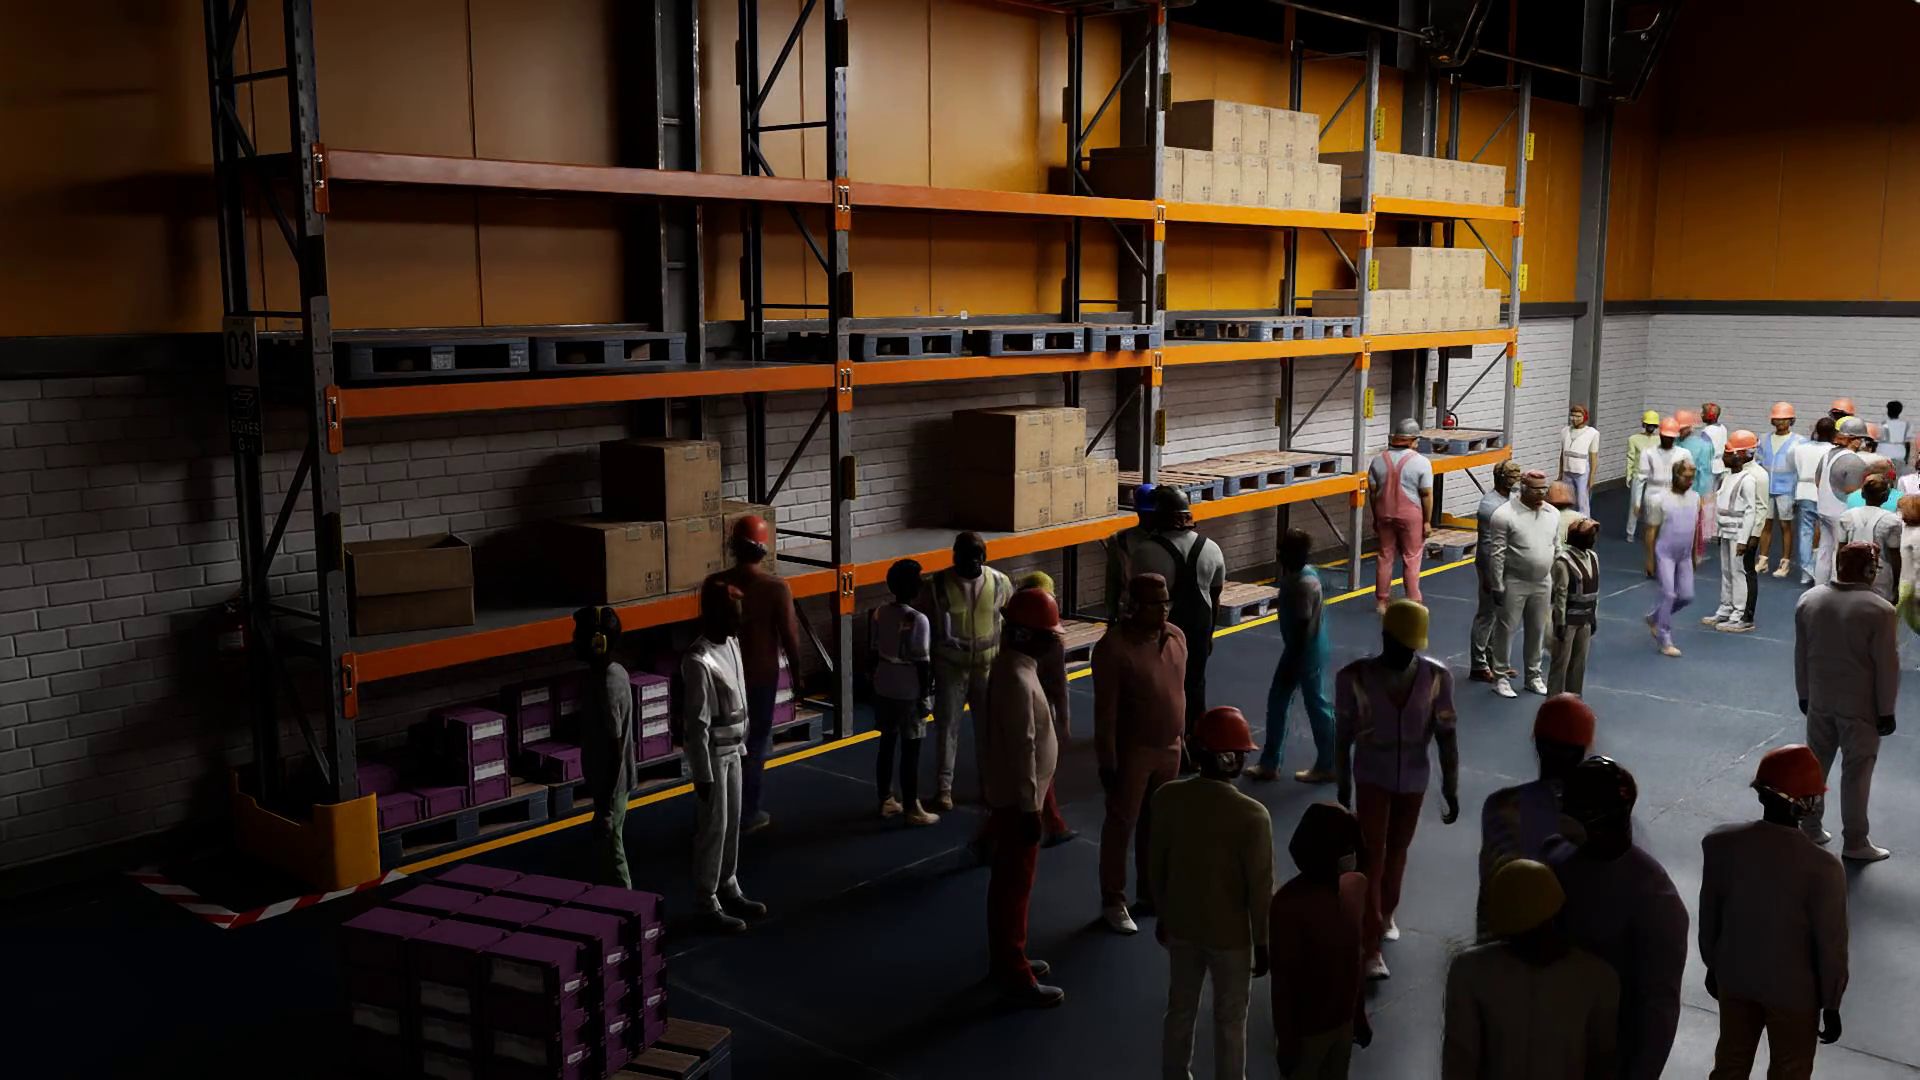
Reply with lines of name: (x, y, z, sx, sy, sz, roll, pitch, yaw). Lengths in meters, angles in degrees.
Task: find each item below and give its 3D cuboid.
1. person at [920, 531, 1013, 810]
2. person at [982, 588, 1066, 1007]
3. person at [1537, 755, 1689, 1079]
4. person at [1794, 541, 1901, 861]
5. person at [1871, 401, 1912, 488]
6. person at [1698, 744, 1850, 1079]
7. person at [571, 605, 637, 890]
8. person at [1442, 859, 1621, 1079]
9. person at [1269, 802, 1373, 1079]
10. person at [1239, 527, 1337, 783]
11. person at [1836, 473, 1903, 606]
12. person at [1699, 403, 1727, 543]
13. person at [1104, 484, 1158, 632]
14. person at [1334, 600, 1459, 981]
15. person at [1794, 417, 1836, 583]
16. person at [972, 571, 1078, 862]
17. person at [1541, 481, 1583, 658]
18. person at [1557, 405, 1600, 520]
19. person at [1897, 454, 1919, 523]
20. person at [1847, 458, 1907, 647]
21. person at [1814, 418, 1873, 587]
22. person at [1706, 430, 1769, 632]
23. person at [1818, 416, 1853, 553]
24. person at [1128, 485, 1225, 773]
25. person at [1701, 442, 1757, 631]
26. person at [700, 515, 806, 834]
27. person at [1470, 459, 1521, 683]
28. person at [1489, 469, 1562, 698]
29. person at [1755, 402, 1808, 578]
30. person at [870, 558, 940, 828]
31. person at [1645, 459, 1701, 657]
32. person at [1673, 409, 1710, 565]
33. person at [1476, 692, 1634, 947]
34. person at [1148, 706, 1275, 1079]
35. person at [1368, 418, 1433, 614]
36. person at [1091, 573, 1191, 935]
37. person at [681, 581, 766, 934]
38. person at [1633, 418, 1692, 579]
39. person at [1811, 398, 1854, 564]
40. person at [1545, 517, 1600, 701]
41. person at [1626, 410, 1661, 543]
person: (0.051, 0.844, 10.821, 0.629, 1.837, 0.430, -2, 9, -11)
person: (0.303, 1.211, 7.949, 0.393, 1.985, 0.611, -1, 9, -6)
person: (2.023, 1.637, 5.351, 0.372, 1.940, 0.629, -3, 9, -19)
person: (5.301, 0.947, 9.927, 0.407, 1.902, 0.639, -4, 10, -26)
person: (13.992, -1.268, 25.025, 0.543, 1.644, 0.864, 0, 9, -1)
person: (2.999, 1.607, 6.130, 0.327, 1.752, 0.562, -6, 10, -32)
person: (-1.752, 1.237, 8.151, 0.328, 1.872, 0.508, -2, 9, -13)
person: (1.747, 1.790, 5.134, 0.524, 1.702, 0.909, 2, 9, 13)
person: (1.267, 1.712, 5.845, 0.499, 1.633, 0.286, -8, 12, -42)
person: (2.245, 0.793, 11.230, 0.775, 1.799, 0.545, -1, 9, -8)
person: (7.569, 0.363, 13.864, 0.342, 1.846, 0.509, -8, 12, -40)
person: (9.861, -0.877, 21.855, 0.379, 1.844, 0.570, 8, 12, 43)
person: (1.373, 0.549, 12.334, 0.610, 1.947, 0.388, 0, 9, -3)
person: (2.179, 1.208, 8.364, 0.586, 1.862, 0.957, 0, 9, 1)
person: (9.702, -0.440, 18.839, 0.445, 1.912, 0.623, -6, 11, -35)
person: (0.378, 1.049, 9.897, 0.854, 1.711, 0.546, -7, 11, -38)
person: (5.426, 0.271, 15.190, 0.505, 1.617, 0.367, -1, 9, -9)
person: (8.071, -0.848, 21.713, 0.394, 1.836, 0.561, -5, 10, -30)
person: (10.375, -0.157, 17.968, 0.534, 1.627, 0.657, 6, 11, 36)
person: (8.406, 0.152, 15.338, 0.845, 1.810, 0.593, -4, 10, -27)
person: (9.192, -0.257, 17.233, 0.536, 2.000, 0.688, 0, 9, -1)
person: (7.664, -0.093, 16.357, 0.392, 1.986, 0.610, -1, 9, -7)
person: (9.941, -0.443, 18.835, 0.396, 1.920, 0.586, 4, 10, 26)
person: (1.468, 0.618, 11.591, 0.681, 2.000, 0.535, -3, 9, -16)
person: (7.611, -0.043, 16.363, 0.361, 1.882, 0.575, 1, 9, 4)
person: (-1.277, 0.825, 10.450, 0.648, 1.971, 0.634, 4, 10, 24)
person: (4.614, 0.260, 14.279, 0.367, 1.932, 0.622, 7, 11, 36)
person: (4.681, 0.358, 13.734, 0.645, 1.900, 0.399, -2, 9, -14)
person: (9.478, -0.579, 19.299, 0.376, 2.042, 0.615, -6, 11, -34)
person: (-0.363, 0.958, 10.498, 0.322, 1.696, 0.536, -7, 11, -38)
person: (6.539, 0.145, 15.330, 0.528, 1.826, 0.511, -2, 9, -13)
person: (8.646, -0.604, 19.844, 1.022, 1.945, 0.622, -9, 12, -44)
person: (2.218, 1.529, 6.236, 0.551, 1.890, 0.947, 3, 9, 19)
person: (1.019, 1.526, 6.672, 0.565, 1.748, 0.339, 8, 12, 41)
person: (4.582, -0.246, 17.162, 0.685, 2.000, 0.535, 8, 12, 42)
person: (0.993, 1.112, 8.836, 0.652, 1.906, 0.402, -7, 11, -39)
person: (-1.266, 1.140, 8.762, 0.373, 1.879, 0.586, 2, 9, 12)
person: (7.959, -0.433, 18.869, 0.581, 1.882, 0.980, 4, 10, 23)
person: (10.573, -0.692, 20.090, 0.408, 2.033, 0.607, -8, 12, -41)
person: (4.726, 0.637, 12.796, 0.519, 1.633, 0.313, -7, 11, -37)
person: (8.998, -0.822, 21.791, 0.525, 1.762, 0.343, 3, 9, 16)
